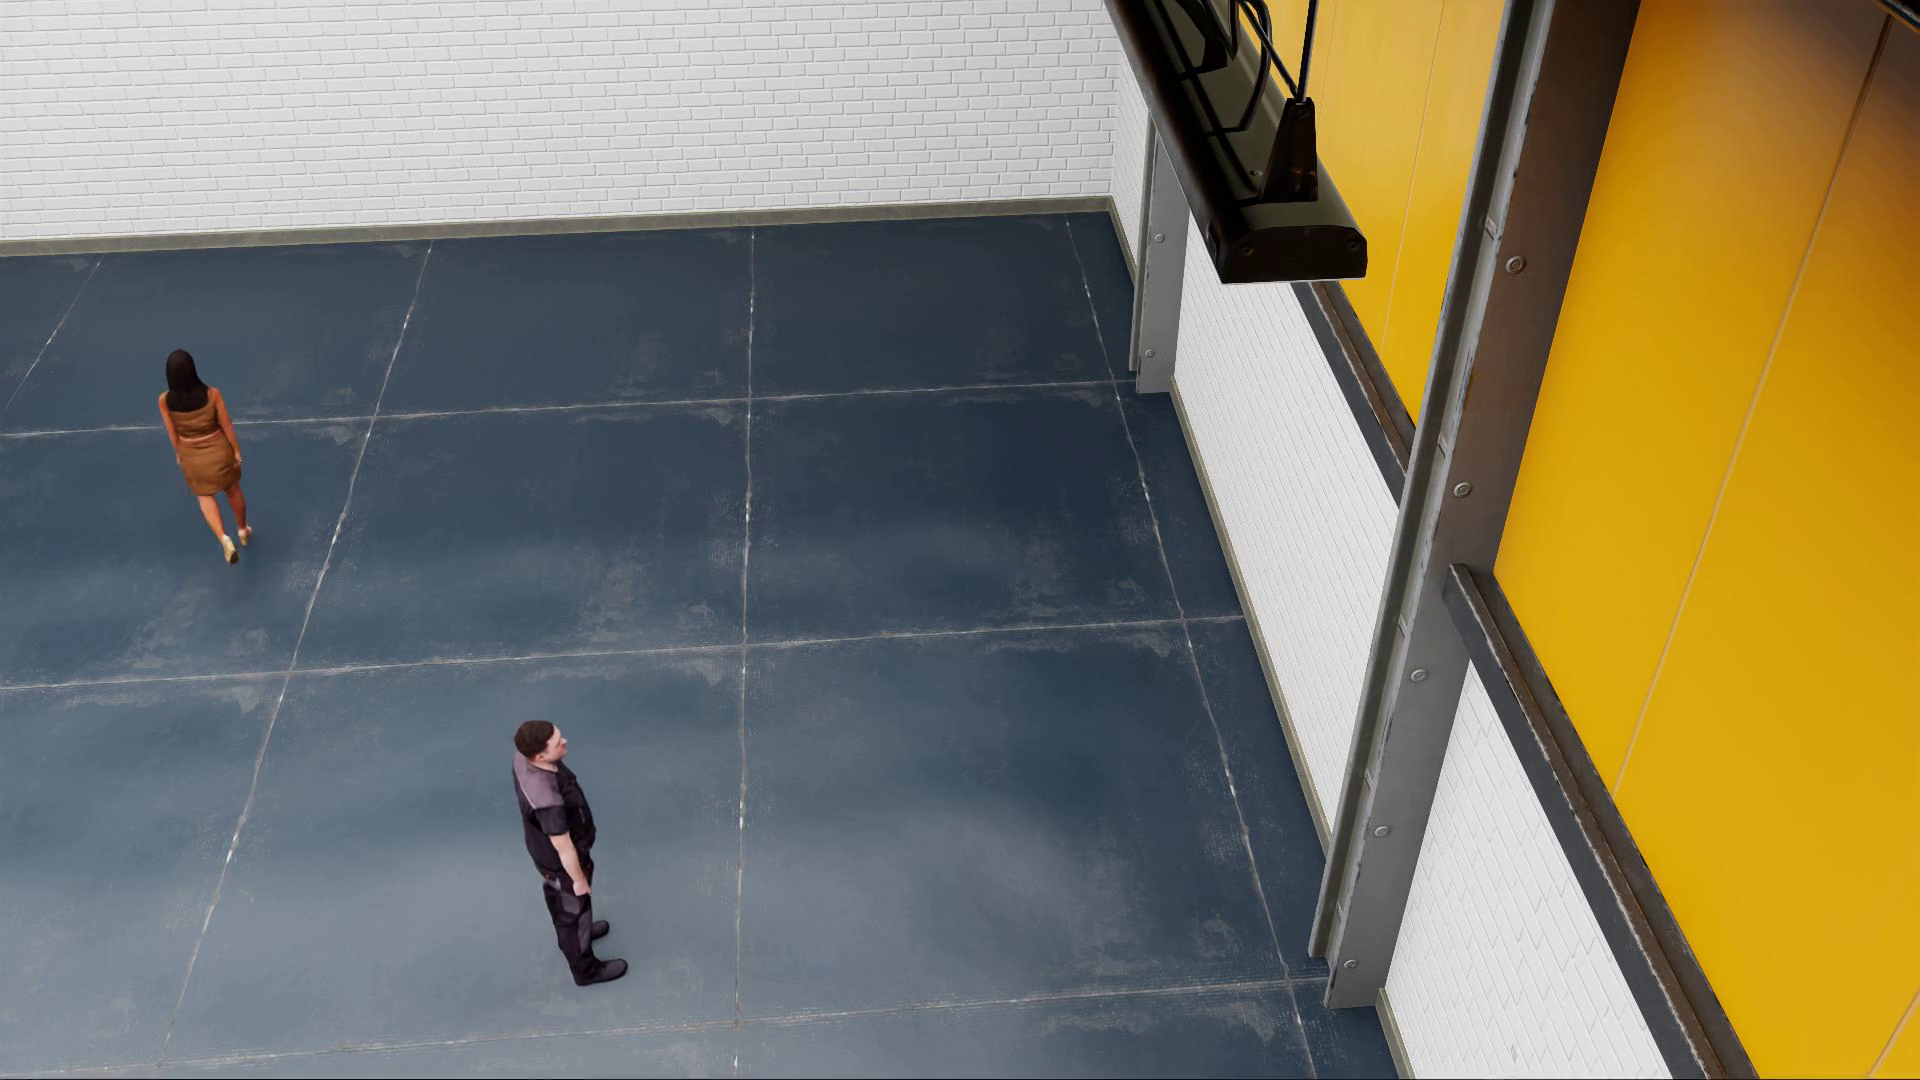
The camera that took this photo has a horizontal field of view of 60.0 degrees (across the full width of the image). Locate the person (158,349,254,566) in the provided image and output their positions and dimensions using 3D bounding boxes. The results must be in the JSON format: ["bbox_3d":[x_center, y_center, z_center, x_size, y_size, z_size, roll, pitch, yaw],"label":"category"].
[{"bbox_3d":[-5.168,-0.526,11.434,0.753,1.672,0.955,-15,41,-18],"label":"person"}]

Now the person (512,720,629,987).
[{"bbox_3d":[-2.086,1.600,8.630,0.854,1.849,0.668,-15,41,-18],"label":"person"}]
